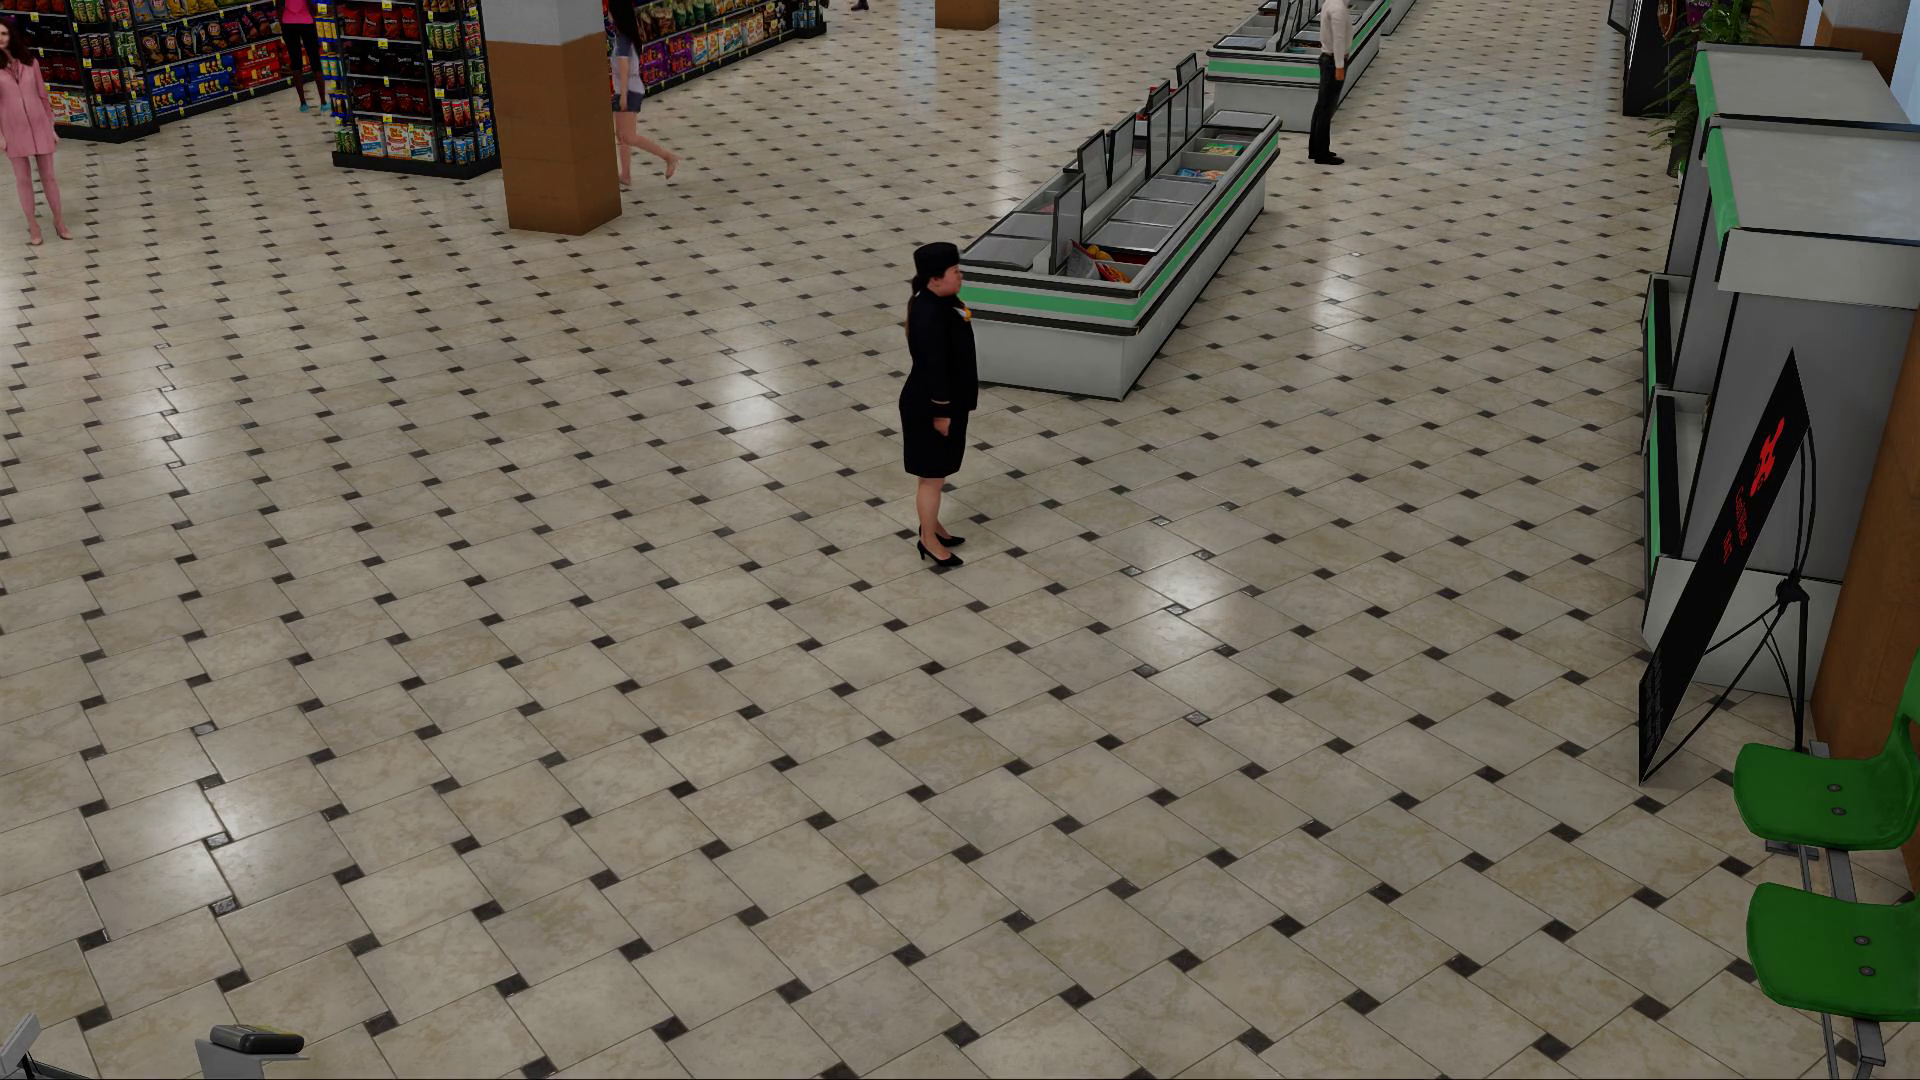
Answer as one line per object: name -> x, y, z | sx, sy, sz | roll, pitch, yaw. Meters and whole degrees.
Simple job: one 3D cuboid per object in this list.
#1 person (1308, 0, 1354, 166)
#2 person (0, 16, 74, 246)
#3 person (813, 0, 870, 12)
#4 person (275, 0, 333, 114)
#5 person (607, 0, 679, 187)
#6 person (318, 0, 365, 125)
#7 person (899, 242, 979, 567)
person -> 3.529, -4.508, 15.797 | 0.791, 1.806, 0.617 | 0, 27, 0
person -> -7.540, -3.305, 13.432 | 0.639, 1.800, 0.749 | -19, 33, -33
person -> -1.560, -8.193, 23.253 | 0.756, 1.636, 1.062 | 6, 28, 12
person -> -7.057, -5.454, 17.752 | 0.651, 1.725, 0.677 | -4, 27, -7
person -> -2.901, -3.991, 14.902 | 0.896, 1.694, 0.956 | -1, 27, -3
person -> -6.234, -5.063, 16.877 | 0.791, 1.819, 0.778 | 2, 27, 3
person -> -0.122, -0.680, 8.399 | 0.815, 1.671, 0.655 | 3, 27, 6
